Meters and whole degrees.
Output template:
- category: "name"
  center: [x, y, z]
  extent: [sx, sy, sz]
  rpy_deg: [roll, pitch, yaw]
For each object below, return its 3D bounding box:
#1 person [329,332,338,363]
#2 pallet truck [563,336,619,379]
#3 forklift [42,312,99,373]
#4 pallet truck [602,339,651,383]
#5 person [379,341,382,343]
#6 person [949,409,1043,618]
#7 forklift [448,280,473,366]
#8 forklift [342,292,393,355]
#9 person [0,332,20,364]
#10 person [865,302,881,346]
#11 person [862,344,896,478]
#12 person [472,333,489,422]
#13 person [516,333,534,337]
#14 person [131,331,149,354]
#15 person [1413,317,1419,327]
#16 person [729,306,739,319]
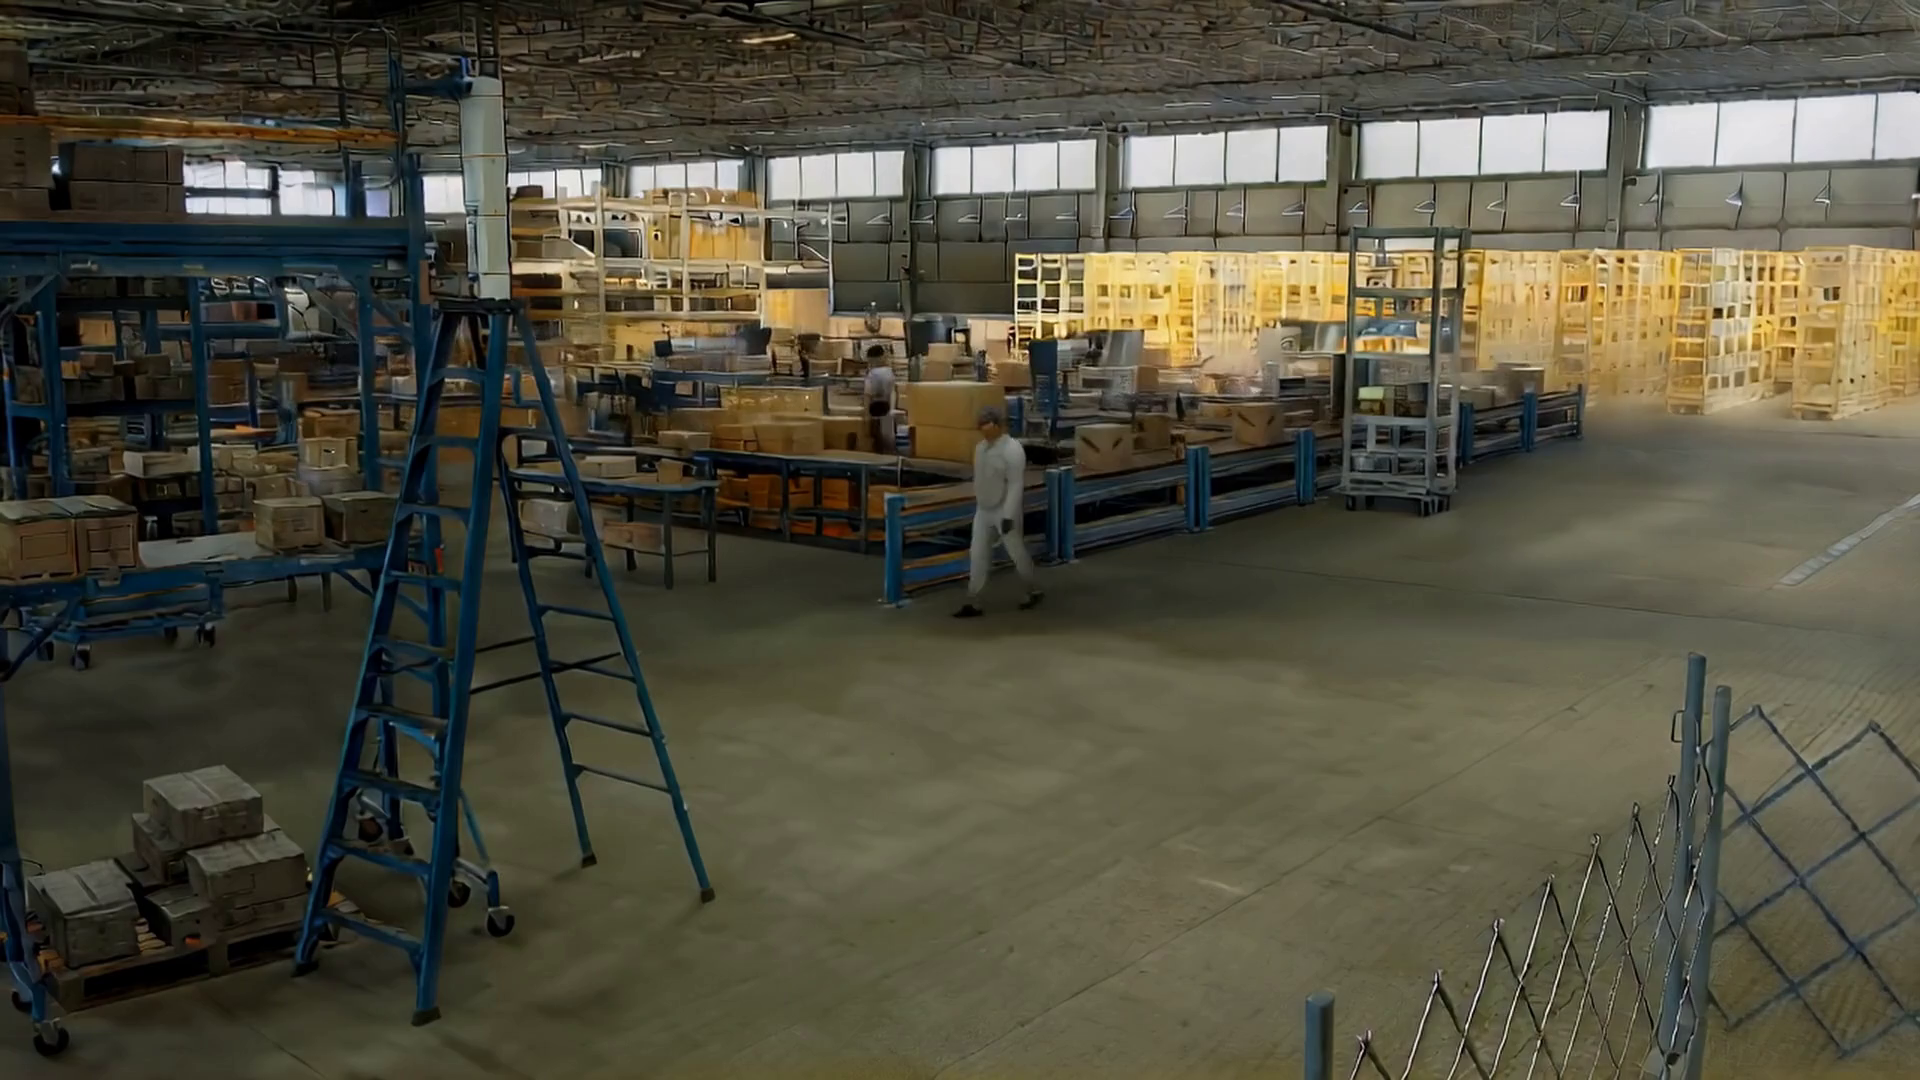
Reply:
- category: "person"
  center: [-15.859, -4.660, 42.119]
  extent: [0.664, 1.918, 0.553]
  rpy_deg: [-2, 9, -13]
- category: "pallet truck"
  center: [-10.690, -5.294, 48.215]
  extent: [1.601, 1.201, 0.680]
  rpy_deg: [-5, 10, -26]
- category: "forklift"
  center: [-23.779, -5.451, 44.052]
  extent: [1.873, 2.768, 1.129]
  rpy_deg: [7, 11, 36]
- category: "pallet truck"
  center: [-8.991, -4.871, 45.351]
  extent: [0.653, 1.274, 1.630]
  rpy_deg: [7, 11, 37]
- category: "person"
  center: [-17.772, -5.904, 50.378]
  extent: [0.518, 1.757, 0.337]
  rpy_deg: [-7, 12, -38]
- category: "person"
  center: [0.360, -0.249, 14.828]
  extent: [1.017, 1.852, 0.659]
  rpy_deg: [-8, 12, -42]
- category: "forklift"
  center: [-15.095, -6.653, 51.555]
  extent: [1.129, 2.768, 1.873]
  rpy_deg: [7, 11, 37]
- category: "forklift"
  center: [-16.485, -5.622, 45.120]
  extent: [1.129, 2.768, 1.873]
  rpy_deg: [7, 11, 37]
- category: "person"
  center: [-23.749, -4.425, 41.516]
  extent: [0.278, 1.636, 0.506]
  rpy_deg: [8, 12, 41]
- category: "person"
  center: [-3.552, -8.721, 67.556]
  extent: [0.621, 1.889, 1.016]
  rpy_deg: [-2, 9, -15]
- category: "person"
  center: [-1.135, -1.870, 24.403]
  extent: [0.837, 2.017, 0.617]
  rpy_deg: [5, 10, 29]
- category: "person"
  center: [-9.629, -3.300, 33.896]
  extent: [0.404, 1.827, 0.600]
  rpy_deg: [9, 13, 43]
- category: "person"
  center: [-11.897, -5.124, 45.599]
  extent: [0.532, 1.737, 0.841]
  rpy_deg: [-6, 11, -34]
- category: "person"
  center: [-19.589, -4.169, 39.814]
  extent: [0.441, 1.674, 0.542]
  rpy_deg: [2, 9, 9]
- category: "person"
  center: [13.048, -5.554, 48.044]
  extent: [0.901, 1.809, 0.571]
  rpy_deg: [6, 11, 34]
- category: "person"
  center: [-7.389, -6.773, 55.162]
  extent: [0.935, 1.951, 0.642]
  rpy_deg: [1, 9, 3]
